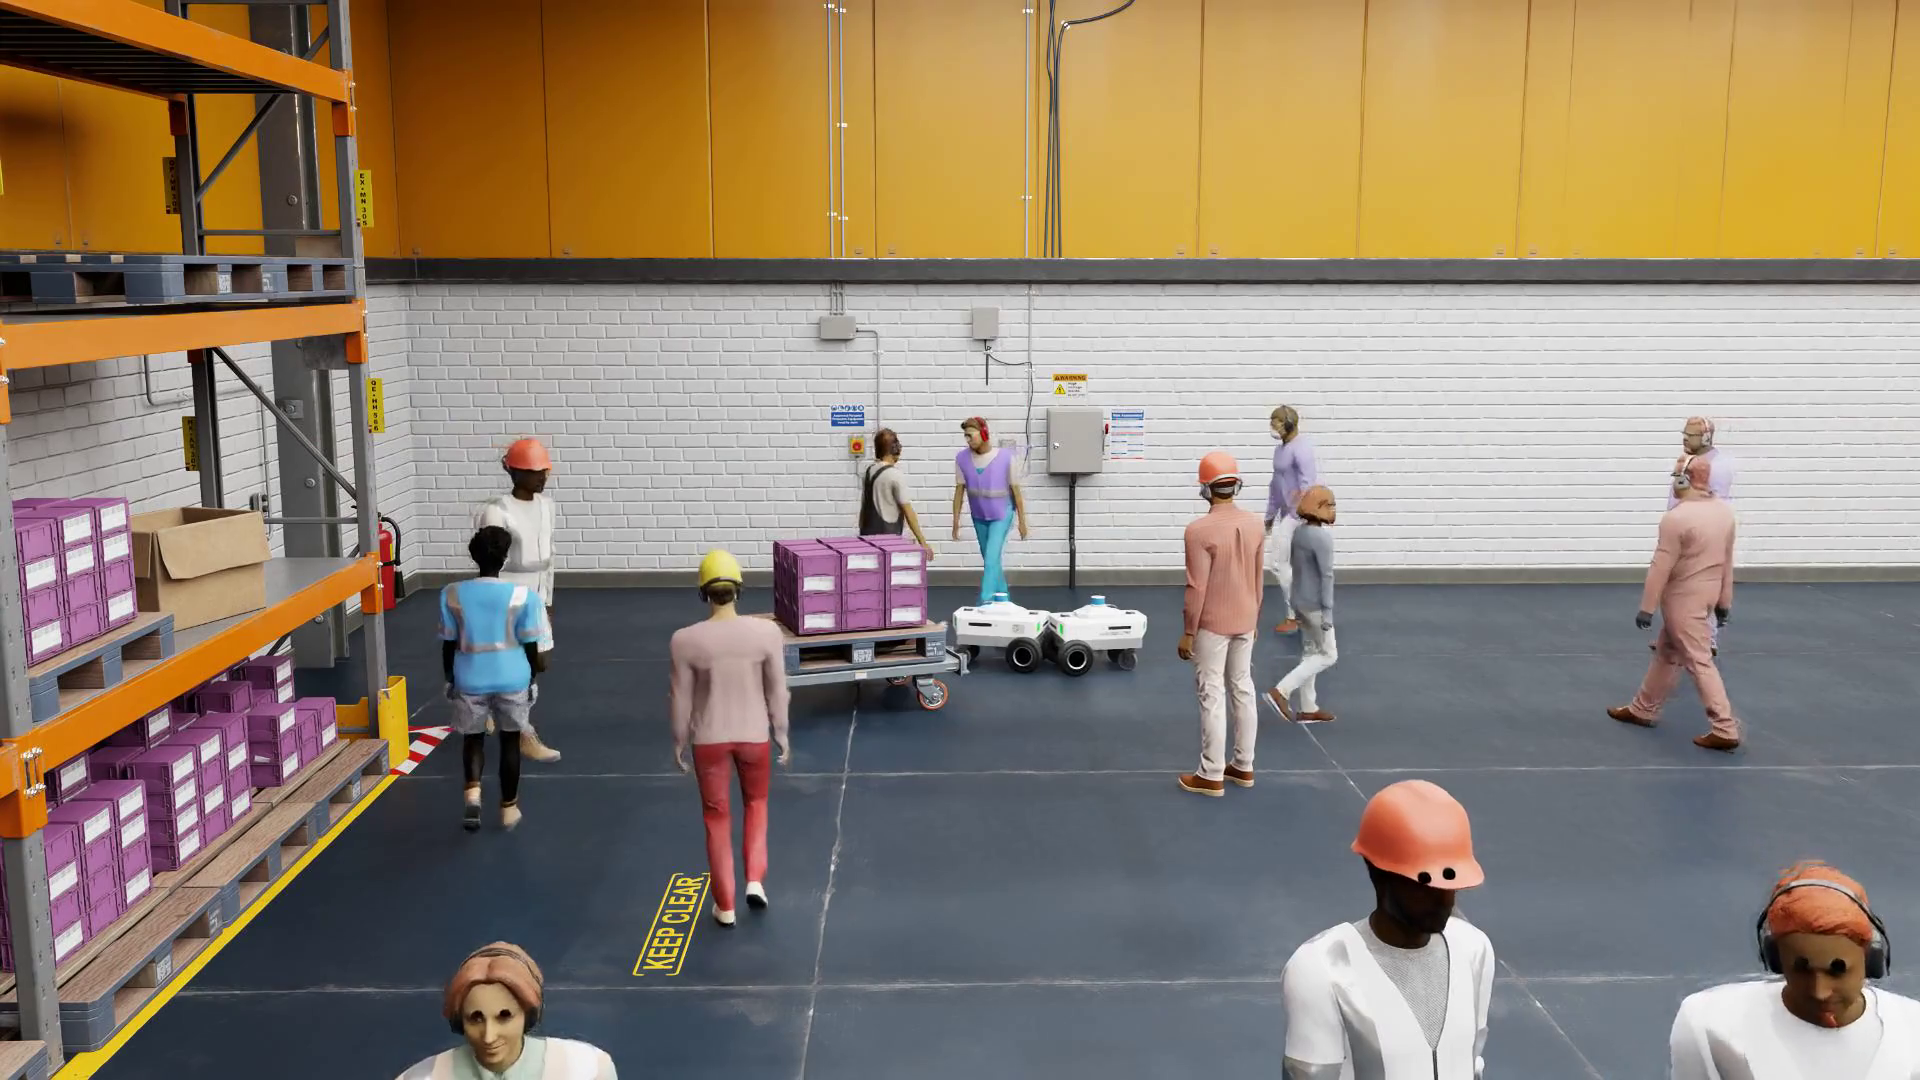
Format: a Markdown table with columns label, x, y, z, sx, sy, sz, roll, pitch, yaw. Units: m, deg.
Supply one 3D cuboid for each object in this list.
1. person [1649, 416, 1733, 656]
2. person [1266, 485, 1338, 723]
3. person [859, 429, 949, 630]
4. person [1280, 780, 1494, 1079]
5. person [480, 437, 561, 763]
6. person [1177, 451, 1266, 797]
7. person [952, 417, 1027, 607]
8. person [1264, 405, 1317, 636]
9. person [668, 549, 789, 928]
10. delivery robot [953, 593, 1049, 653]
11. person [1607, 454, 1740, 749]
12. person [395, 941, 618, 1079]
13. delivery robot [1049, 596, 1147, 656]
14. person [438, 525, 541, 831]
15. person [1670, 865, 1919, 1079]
| label | x | y | z | sx | sy | sz | roll | pitch | yaw |
| --- | --- | --- | --- | --- | --- | --- | --- | --- | --- |
| person | 5.684 | -0.016 | 12.969 | 0.595 | 1.890 | 0.669 | -1 | 9 | -4 |
| person | 2.289 | 0.441 | 10.982 | 0.445 | 1.616 | 0.509 | -2 | 9 | -11 |
| person | -0.495 | 0.028 | 13.030 | 0.980 | 1.774 | 0.555 | -5 | 11 | -28 |
| person | 0.968 | 1.472 | 3.714 | 0.544 | 1.939 | 0.353 | -4 | 10 | -26 |
| person | -2.792 | 0.354 | 10.328 | 0.722 | 2.022 | 0.611 | 5 | 10 | 26 |
| person | 1.499 | 0.481 | 9.627 | 0.613 | 1.991 | 0.392 | -7 | 11 | -36 |
| person | 0.215 | -0.142 | 14.050 | 0.614 | 1.783 | 0.918 | 6 | 11 | 32 |
| person | 2.733 | -0.164 | 13.816 | 0.539 | 1.914 | 0.658 | 0 | 9 | -3 |
| person | -1.069 | 0.914 | 7.700 | 0.555 | 1.753 | 0.391 | -3 | 10 | -16 |
| delivery robot | 0.312 | 0.648 | 12.709 | 0.707 | 0.478 | 0.477 | 3 | 10 | 16 |
| person | 4.652 | 0.379 | 10.674 | 0.663 | 1.857 | 0.990 | -7 | 12 | -36 |
| person | -1.007 | 1.650 | 3.681 | 0.535 | 1.588 | 0.874 | -2 | 9 | -10 |
| delivery robot | 1.046 | 0.665 | 12.603 | 0.707 | 0.478 | 0.477 | -2 | 9 | -12 |
| person | -2.498 | 0.760 | 8.862 | 0.542 | 1.677 | 0.467 | -1 | 9 | -6 |
| person | 1.831 | 1.560 | 3.522 | 0.665 | 1.832 | 0.955 | 1 | 9 | 9 |
